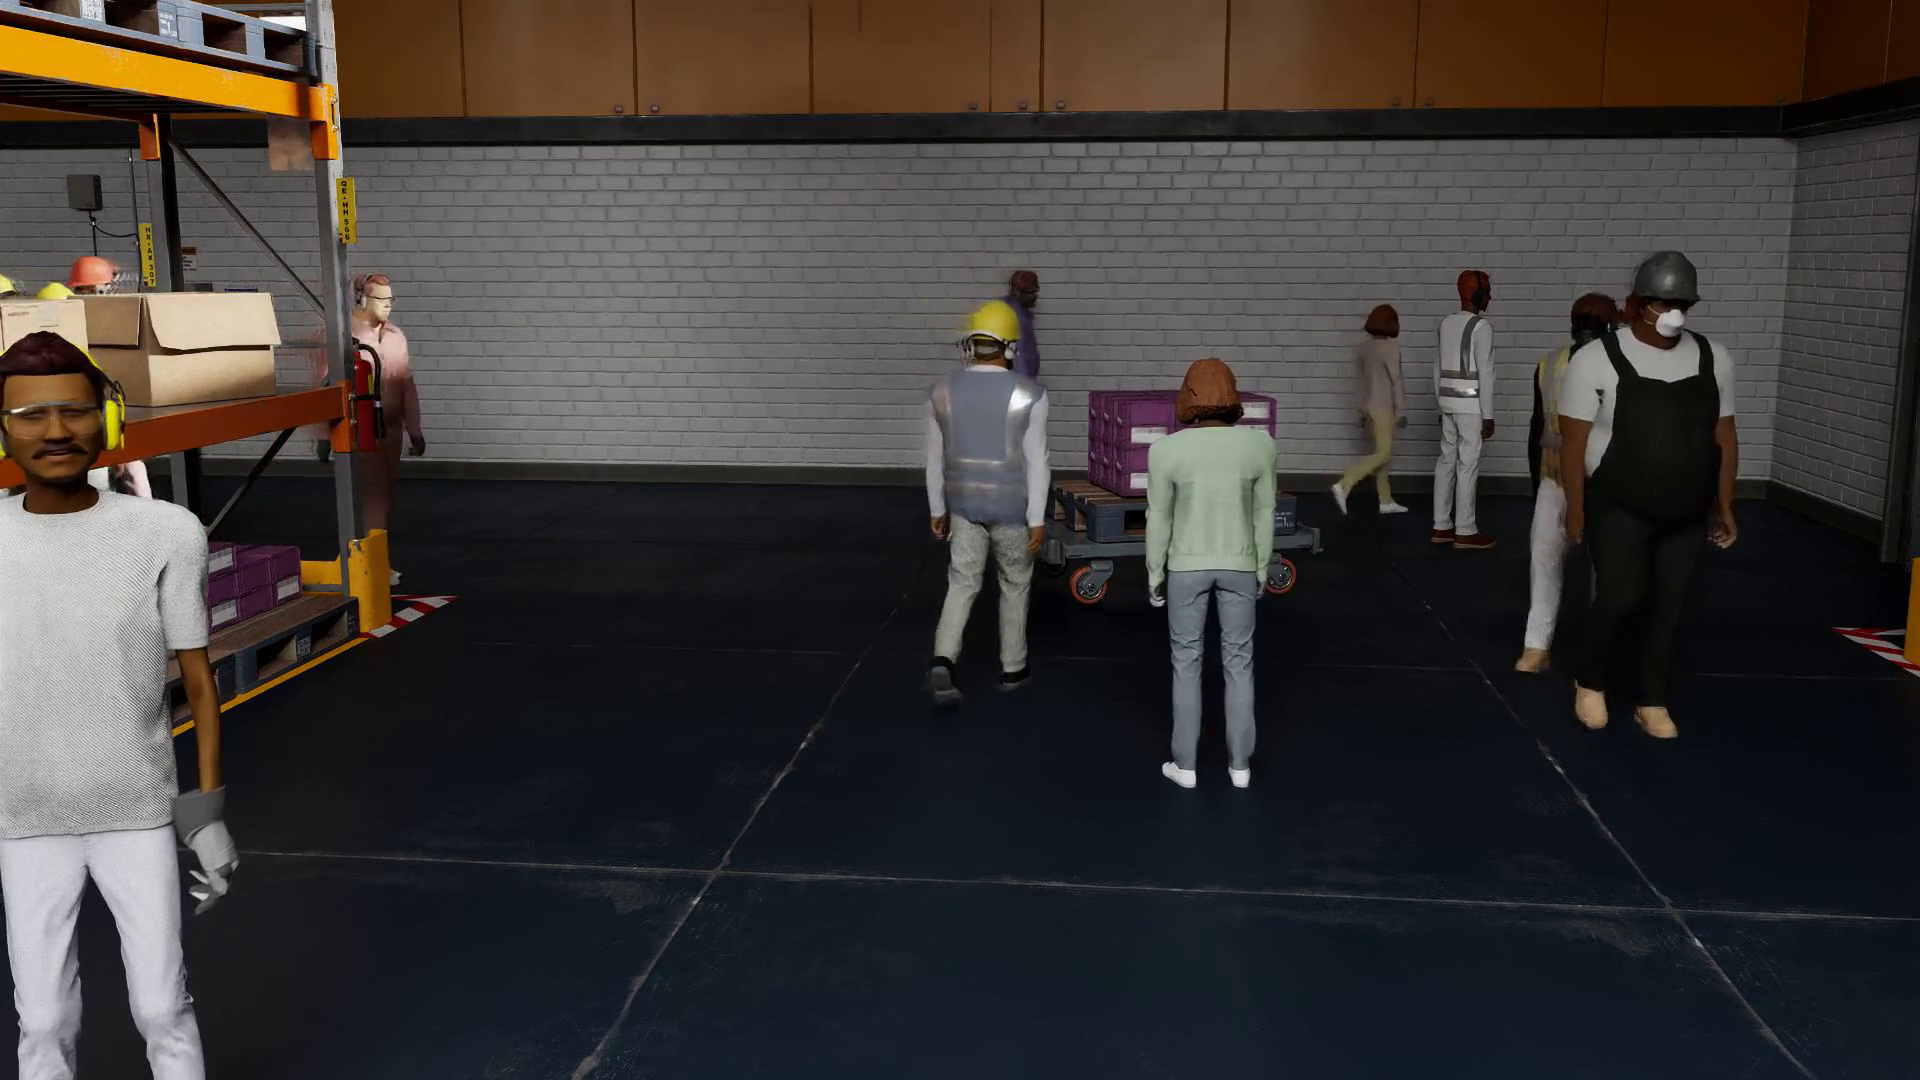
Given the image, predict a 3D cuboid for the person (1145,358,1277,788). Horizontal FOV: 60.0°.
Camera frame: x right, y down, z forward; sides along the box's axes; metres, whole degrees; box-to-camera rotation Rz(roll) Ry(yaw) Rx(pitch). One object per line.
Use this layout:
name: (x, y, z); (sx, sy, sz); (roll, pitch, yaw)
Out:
person: (0.942, 0.129, 6.287); (0.492, 1.624, 0.310); (0, 10, -2)

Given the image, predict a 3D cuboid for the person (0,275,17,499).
person: (-5.856, -0.693, 10.255); (0.853, 1.866, 0.608); (4, 11, 20)

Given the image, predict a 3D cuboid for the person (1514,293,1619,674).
person: (2.944, -0.242, 7.854); (0.630, 1.818, 0.763); (7, 12, 34)

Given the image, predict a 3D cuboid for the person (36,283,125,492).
person: (-5.024, -0.519, 9.365); (0.593, 1.837, 0.404); (-5, 11, -26)

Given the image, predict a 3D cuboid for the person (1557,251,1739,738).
person: (2.848, -0.179, 6.838); (0.694, 2.000, 0.535); (-1, 10, -4)

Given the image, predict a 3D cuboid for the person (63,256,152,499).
person: (-5.715, -0.867, 10.966); (0.698, 1.976, 0.661); (-4, 11, -24)

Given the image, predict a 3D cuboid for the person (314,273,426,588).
person: (-3.504, -0.654, 10.011); (0.664, 1.876, 0.725); (5, 11, 26)

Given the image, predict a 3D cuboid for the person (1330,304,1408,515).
person: (3.136, -0.979, 12.616); (0.682, 1.612, 0.503); (-3, 10, -14)

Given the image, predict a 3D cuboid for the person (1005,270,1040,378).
person: (0.396, -1.194, 13.148); (0.500, 1.867, 0.667); (0, 10, 1)

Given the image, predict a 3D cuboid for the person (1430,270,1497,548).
person: (3.445, -0.885, 11.329); (0.344, 1.882, 0.584); (-3, 10, -18)

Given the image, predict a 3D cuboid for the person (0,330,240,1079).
person: (-1.667, 0.545, 3.169); (0.532, 1.876, 0.321); (-3, 10, -16)

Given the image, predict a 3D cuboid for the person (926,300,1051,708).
person: (0.112, -0.160, 7.415); (0.603, 1.804, 0.815); (4, 11, 20)
